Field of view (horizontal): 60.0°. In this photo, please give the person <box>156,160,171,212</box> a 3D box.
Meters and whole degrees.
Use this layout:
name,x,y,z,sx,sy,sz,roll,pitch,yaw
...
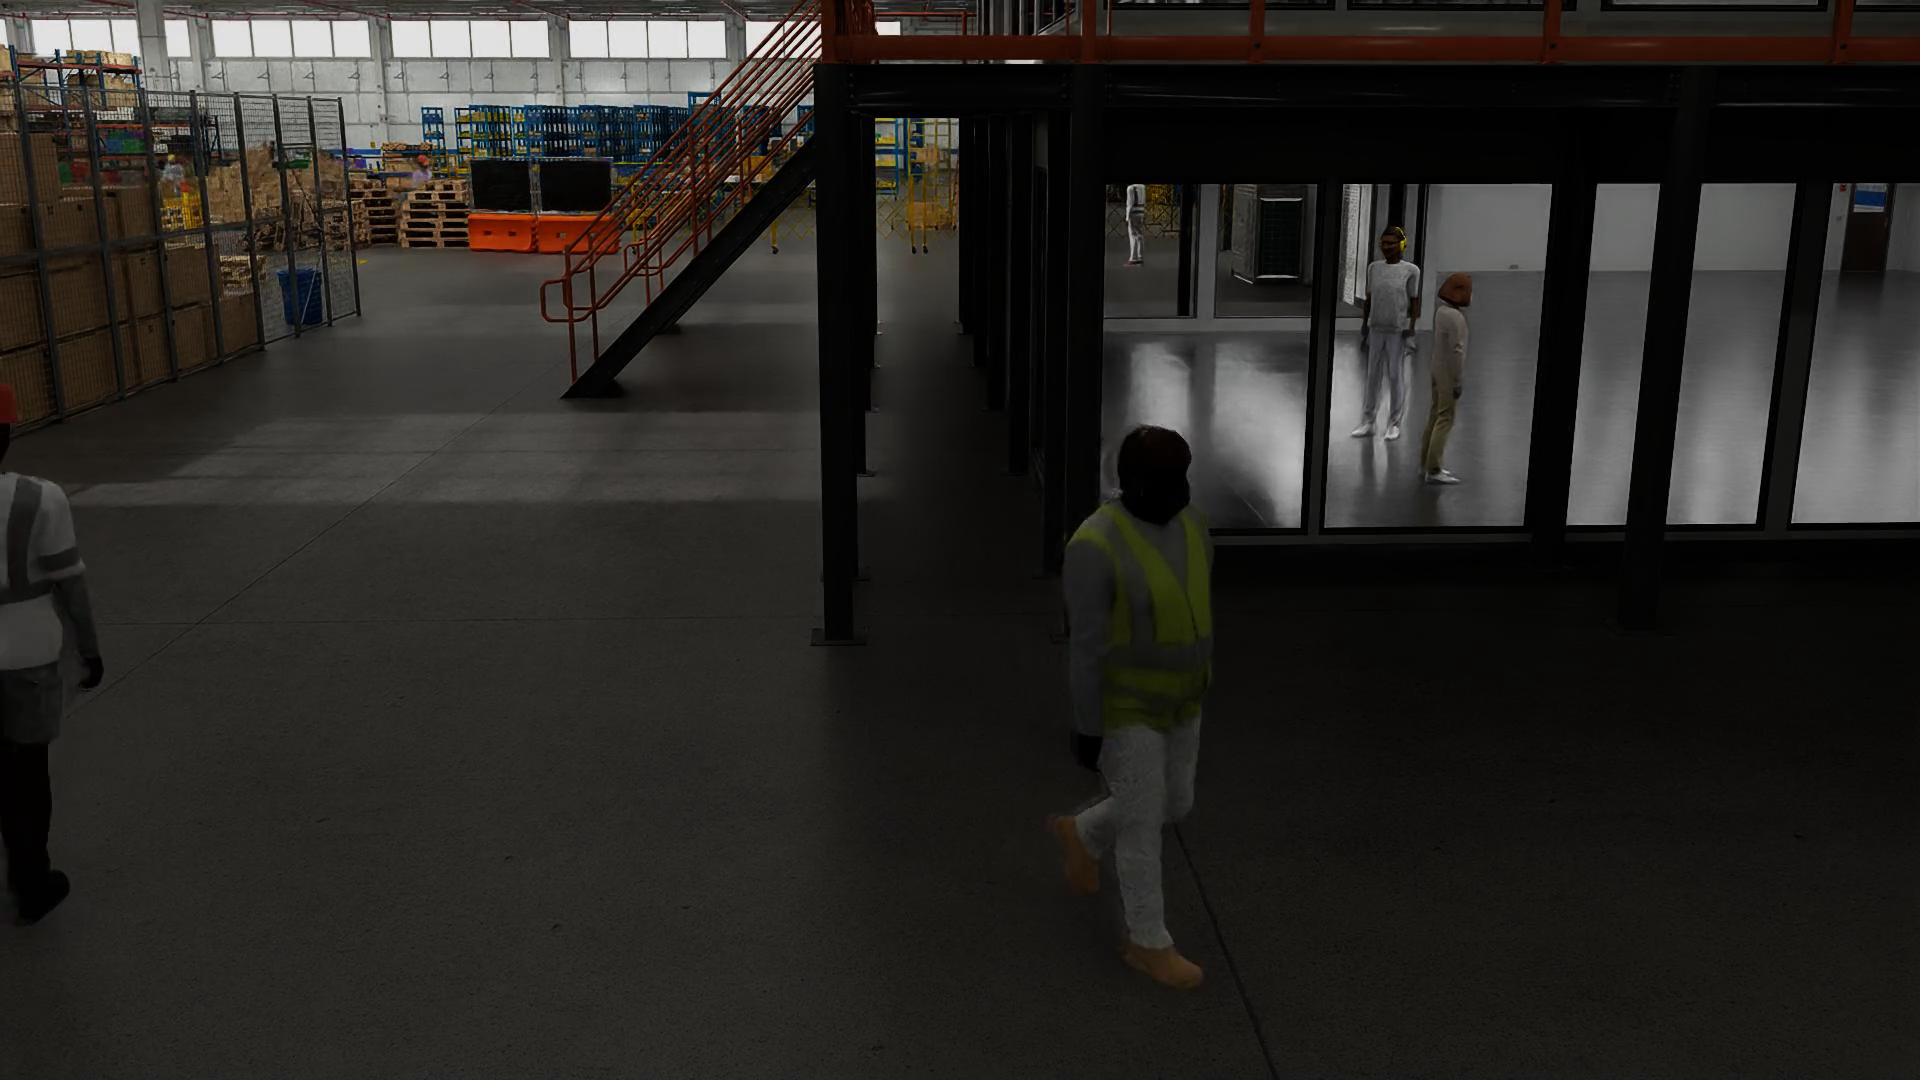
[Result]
name,x,y,z,sx,sy,sz,roll,pitch,yaw
person,-24.161,-10.649,50.346,0.557,1.656,0.819,0,14,-1

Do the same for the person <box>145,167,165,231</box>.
name,x,y,z,sx,sy,sz,roll,pitch,yaw
person,-15.611,-6.274,32.345,0.991,1.929,0.640,-9,17,-32

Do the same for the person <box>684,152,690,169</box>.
name,x,y,z,sx,sy,sz,roll,pitch,yaw
person,-10.623,-14.428,65.260,0.317,1.767,0.534,-14,19,-43

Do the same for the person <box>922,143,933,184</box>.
name,x,y,z,sx,sy,sz,roll,pitch,yaw
person,-1.452,-16.864,74.755,0.434,1.893,0.662,4,15,15

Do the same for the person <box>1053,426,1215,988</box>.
name,x,y,z,sx,sy,sz,roll,pitch,yaw
person,0.551,0.506,5.467,0.633,1.820,0.697,-13,19,-42

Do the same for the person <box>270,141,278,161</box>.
name,x,y,z,sx,sy,sz,roll,pitch,yaw
person,-38.106,-21.271,92.556,0.946,1.789,0.652,-7,16,-28

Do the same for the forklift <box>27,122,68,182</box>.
name,x,y,z,sx,sy,sz,roll,pitch,yaw
forklift,-35.376,-14.773,64.377,1.129,2.768,1.873,-1,14,-2

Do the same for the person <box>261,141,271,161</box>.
name,x,y,z,sx,sy,sz,roll,pitch,yaw
person,-31.664,-17.145,75.729,0.771,1.973,0.665,8,16,30

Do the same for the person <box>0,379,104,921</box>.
name,x,y,z,sx,sy,sz,roll,pitch,yaw
person,-3.335,0.355,5.872,0.570,1.911,0.672,-2,14,-9

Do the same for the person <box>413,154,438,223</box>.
name,x,y,z,sx,sy,sz,roll,pitch,yaw
person,-12.807,-8.220,39.924,0.441,2.023,0.631,6,15,22

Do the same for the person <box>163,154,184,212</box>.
name,x,y,z,sx,sy,sz,roll,pitch,yaw
person,-24.931,-11.289,52.628,0.596,1.802,0.734,-1,14,-3
